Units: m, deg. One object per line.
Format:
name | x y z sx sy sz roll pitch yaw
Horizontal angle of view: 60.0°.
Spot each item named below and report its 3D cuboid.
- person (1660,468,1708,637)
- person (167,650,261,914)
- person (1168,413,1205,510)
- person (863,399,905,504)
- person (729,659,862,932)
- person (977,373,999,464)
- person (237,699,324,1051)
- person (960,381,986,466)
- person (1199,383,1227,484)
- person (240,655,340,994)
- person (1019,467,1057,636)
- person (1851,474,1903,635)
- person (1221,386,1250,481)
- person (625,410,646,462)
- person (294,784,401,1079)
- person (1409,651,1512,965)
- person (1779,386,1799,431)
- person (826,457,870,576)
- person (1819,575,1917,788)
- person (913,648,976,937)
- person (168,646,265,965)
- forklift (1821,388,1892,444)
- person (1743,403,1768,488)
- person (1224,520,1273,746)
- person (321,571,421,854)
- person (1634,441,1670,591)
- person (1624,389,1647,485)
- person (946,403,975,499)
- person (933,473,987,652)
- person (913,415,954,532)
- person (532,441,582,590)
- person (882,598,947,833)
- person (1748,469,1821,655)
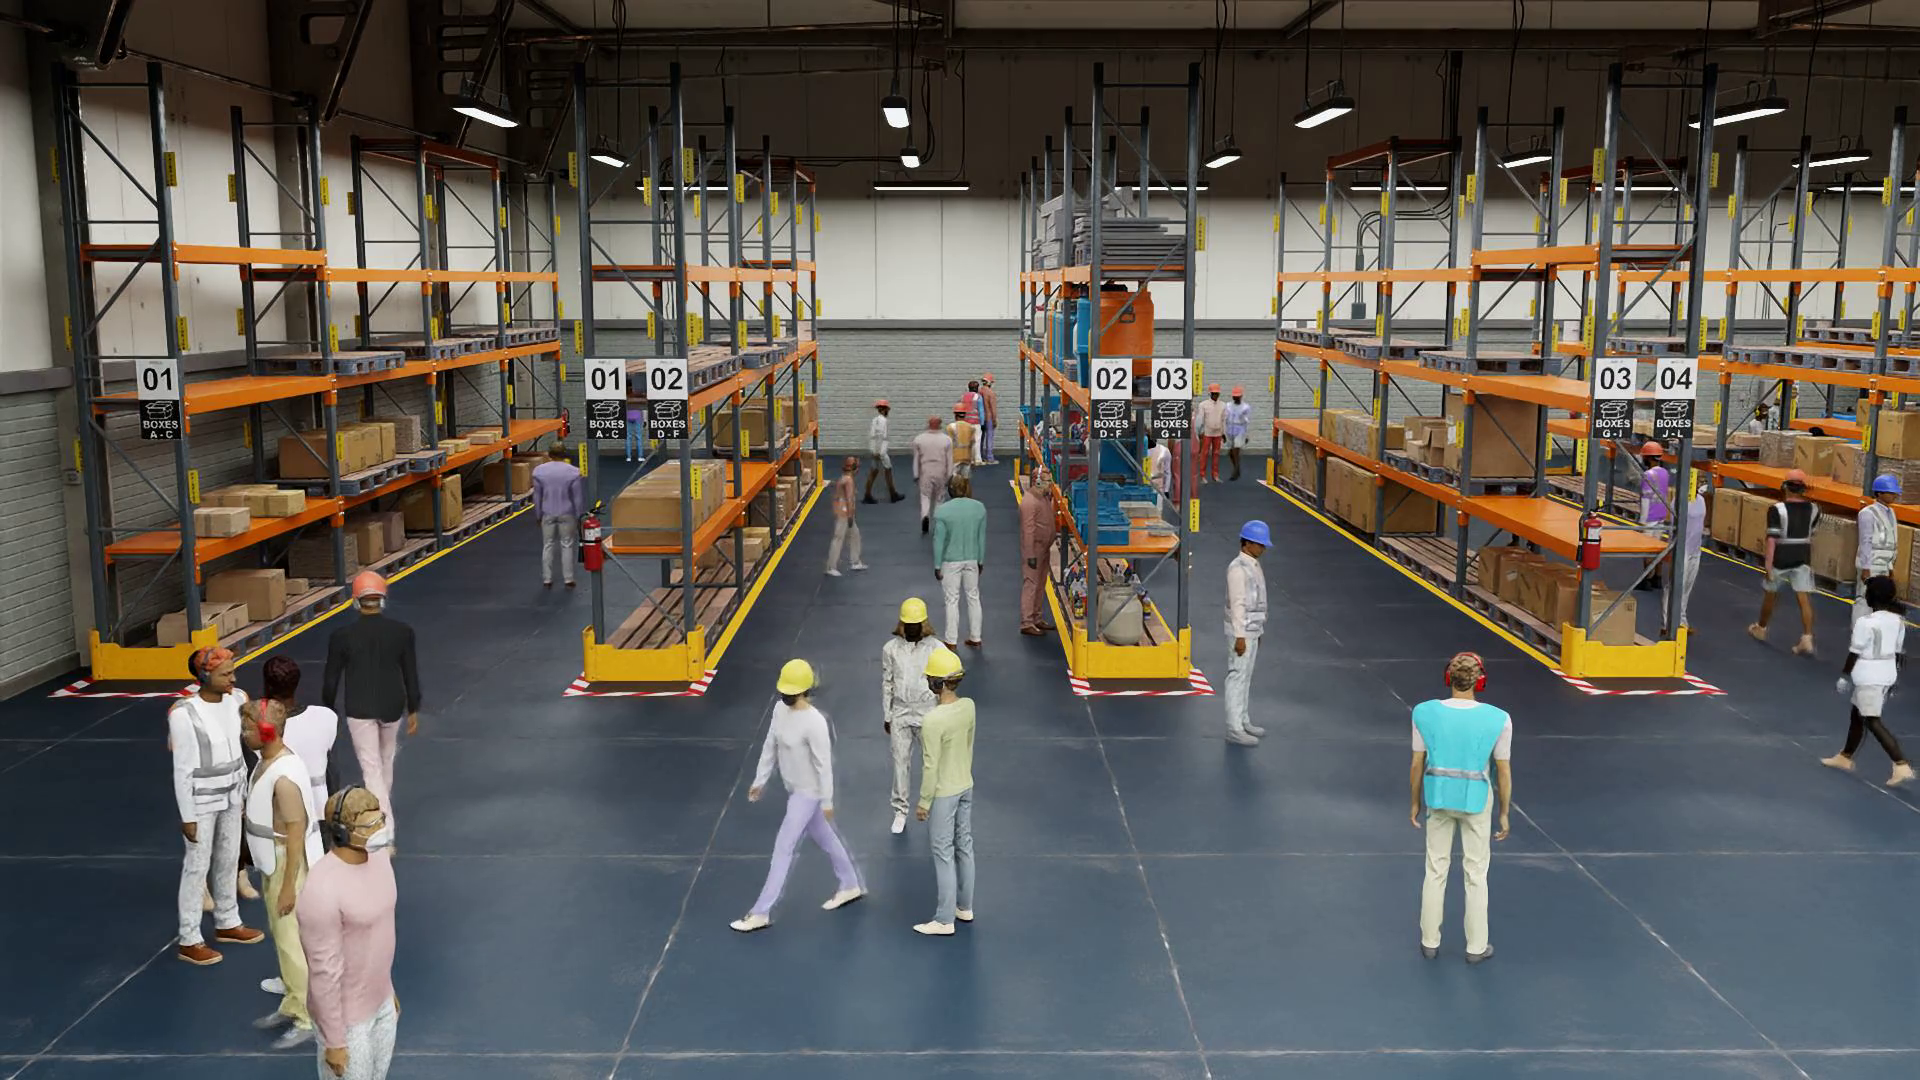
person | 8.097 0.149 18.557 0.630 1.931 0.383 -8 12 -41
person | -4.735 1.511 10.559 0.319 1.693 0.536 8 12 40
person | 3.896 -1.541 29.060 0.687 2.000 0.535 -3 9 -18
person | -1.375 -1.590 29.908 0.883 1.869 0.628 -4 10 -23
person | -0.983 1.543 10.289 0.941 1.701 0.534 -5 10 -30
person | 0.586 -2.640 36.297 0.608 1.988 0.387 9 12 44
person | -3.528 1.722 8.704 0.373 1.839 0.570 -5 10 -31
person | 0.296 -2.532 36.068 0.621 1.845 0.429 7 11 39
person | 4.980 -2.098 32.783 0.609 1.996 0.383 -3 9 -19
person | -3.720 1.590 9.304 0.390 1.920 0.587 6 10 32
person | 0.894 0.122 18.833 0.403 1.900 0.643 3 9 20
person | 9.755 0.269 17.706 0.603 1.949 0.389 -7 11 -37
person | 5.579 -2.171 33.564 0.569 1.908 0.832 5 10 31
person | -7.239 -2.688 36.804 0.594 1.923 0.372 -1 9 -5
person | -2.495 1.955 6.898 0.378 1.940 0.628 1 9 4
person | 2.911 1.564 9.706 0.569 1.844 0.378 4 10 23
person | 17.058 -2.251 34.257 0.515 1.842 0.329 -4 10 -25
person | -1.509 -0.322 22.616 0.720 1.599 0.592 -1 9 -9
person | 7.294 1.108 13.213 0.527 1.666 0.830 -6 11 -33
person | -0.092 1.532 10.169 0.310 1.769 0.525 5 10 30
person | -4.383 1.542 9.796 0.372 1.872 0.591 3 9 18
forklift | 20.072 -3.110 36.462 1.873 2.768 1.129 0 9 0
person | 13.985 -1.481 29.222 0.323 1.870 0.518 8 12 40
person | 2.483 0.788 14.404 0.402 1.938 0.604 4 10 22
person | -4.206 1.184 11.833 0.611 1.938 1.018 -7 11 -39
person | 8.900 -0.308 21.461 0.547 1.937 0.380 -8 12 -41
person | 13.270 -1.967 32.272 0.783 1.891 0.649 9 12 44
person | -0.007 -1.381 28.419 0.542 1.924 0.409 -5 10 -28
person | -0.006 0.243 17.956 0.631 1.932 0.370 -4 10 -26
person | -0.415 -1.037 26.306 0.656 1.884 0.648 1 9 5
person | -5.195 -0.313 21.510 0.628 1.936 0.368 0 9 -3
person | -0.324 1.266 11.982 0.484 1.736 0.322 1 9 7
person | 8.968 0.226 17.971 0.607 1.979 1.128 0 9 -2
